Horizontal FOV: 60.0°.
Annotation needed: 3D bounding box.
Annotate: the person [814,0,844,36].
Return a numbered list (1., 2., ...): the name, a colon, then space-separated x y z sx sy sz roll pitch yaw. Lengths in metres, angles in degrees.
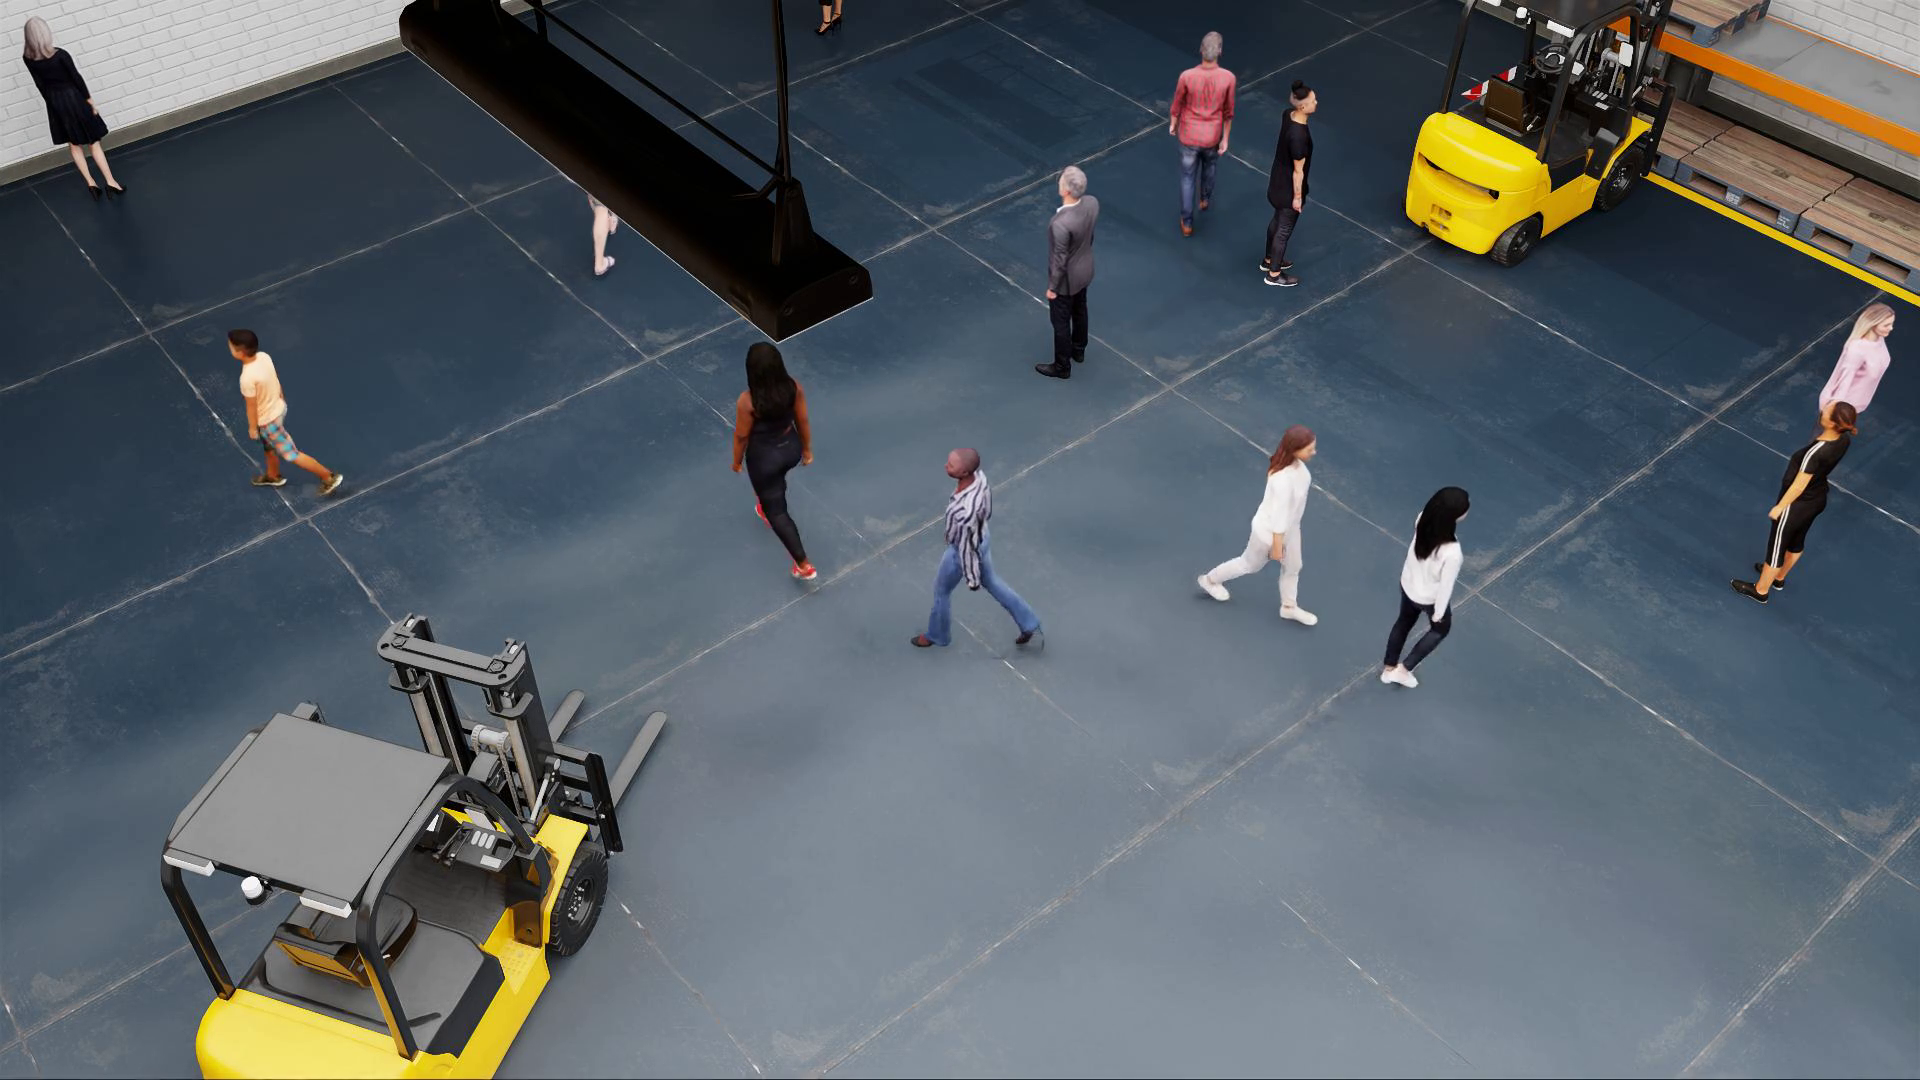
1. person: -1.401 -6.104 17.114 0.622 1.858 0.667 24 49 23

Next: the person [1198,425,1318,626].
1. person: 2.000 -0.114 10.976 1.163 1.653 0.912 18 47 18

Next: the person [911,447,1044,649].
1. person: 0.155 0.093 10.685 1.184 1.755 1.067 8 44 8

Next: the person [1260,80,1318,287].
1. person: 2.749 -2.992 13.843 0.837 1.865 0.745 -2 44 -2

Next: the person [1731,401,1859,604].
1. person: 5.633 -0.263 11.121 0.589 1.669 0.535 -27 50 -25

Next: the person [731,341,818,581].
1. person: -1.227 -0.503 11.297 0.736 1.773 1.221 -26 49 -25

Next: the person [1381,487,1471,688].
1. person: 2.855 0.336 10.478 0.747 1.688 0.615 -19 47 -19

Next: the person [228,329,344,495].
1. person: -4.889 -0.887 11.941 0.972 1.441 0.953 -1 44 -1

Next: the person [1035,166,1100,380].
1. person: 0.848 -2.083 12.906 0.711 1.842 0.780 26 49 24

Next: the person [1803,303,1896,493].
1. person: 6.278 -0.985 11.864 0.605 1.688 0.541 -33 53 -30

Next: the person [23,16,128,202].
1. person: -7.921 -3.839 14.818 0.699 1.747 0.743 -1 44 -1

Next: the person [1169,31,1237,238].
1. person: 2.076 -3.454 14.370 1.009 1.806 1.085 0 44 0
